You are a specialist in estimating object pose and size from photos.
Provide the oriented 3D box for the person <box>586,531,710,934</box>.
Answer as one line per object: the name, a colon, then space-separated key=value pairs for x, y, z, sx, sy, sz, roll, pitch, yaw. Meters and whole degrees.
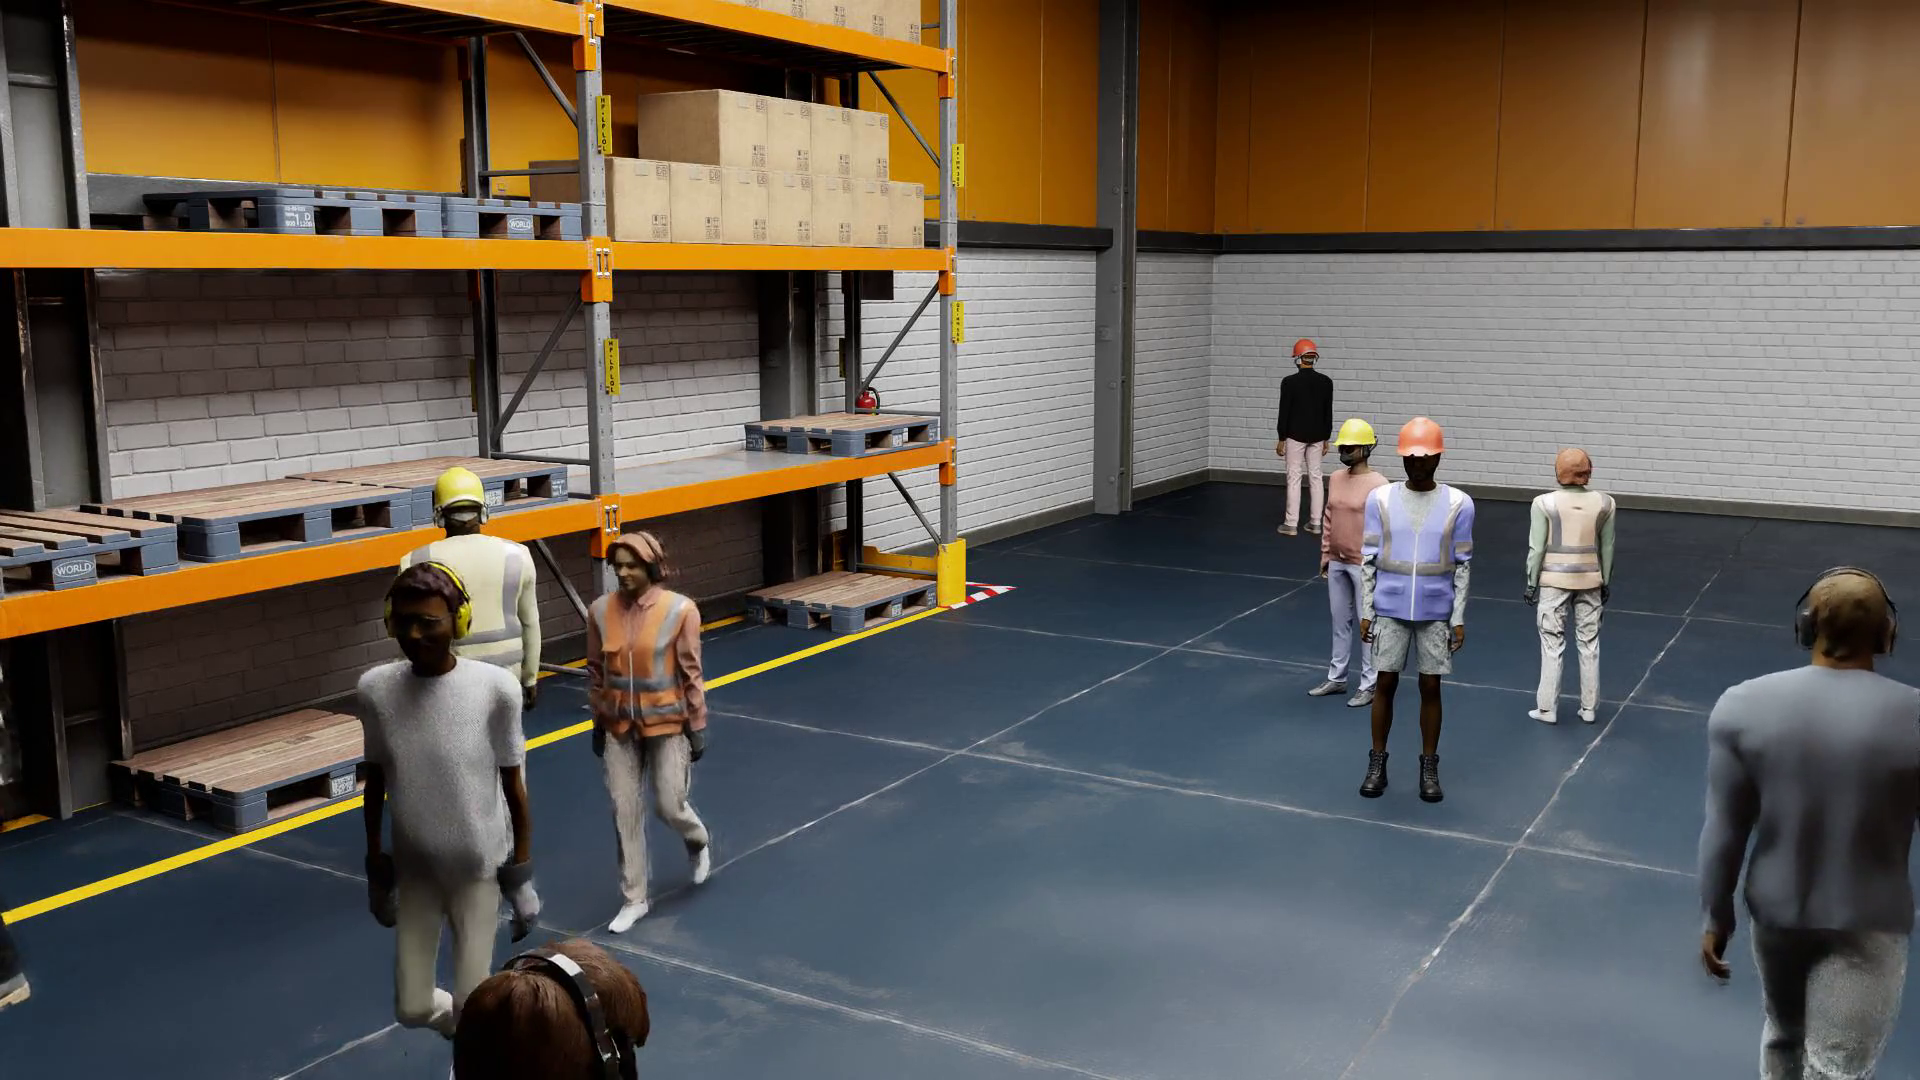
person: x=-1.265 y=0.752 z=6.818 sx=0.526 sy=1.620 sz=0.554 roll=3 pitch=9 yaw=15

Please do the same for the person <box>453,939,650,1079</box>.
person: x=-0.455 y=1.386 z=2.246 sx=0.654 sy=1.819 sz=0.756 roll=5 pitch=10 yaw=27

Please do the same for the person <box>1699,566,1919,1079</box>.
person: x=2.310 y=1.009 z=4.438 sx=0.640 sy=1.894 sz=1.034 roll=7 pitch=11 yaw=37

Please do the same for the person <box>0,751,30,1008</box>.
person: x=-3.567 y=0.805 z=5.524 sx=0.644 sy=1.932 sz=1.035 roll=3 pitch=10 yaw=20

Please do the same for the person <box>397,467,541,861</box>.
person: x=-2.105 y=0.594 z=7.176 sx=0.587 sy=1.828 sz=0.404 roll=-4 pitch=10 yaw=-26

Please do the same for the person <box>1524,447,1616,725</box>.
person: x=3.570 y=0.276 z=9.756 sx=0.516 sy=1.636 sz=0.314 roll=0 pitch=9 yaw=-1

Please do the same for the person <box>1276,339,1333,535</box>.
person: x=3.492 y=-1.044 z=16.913 sx=0.618 sy=1.986 sz=0.401 roll=-3 pitch=10 yaw=-21

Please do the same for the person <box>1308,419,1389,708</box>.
person: x=2.410 y=0.137 z=10.223 sx=0.310 sy=1.769 sz=0.523 roll=-6 pitch=11 yaw=-32

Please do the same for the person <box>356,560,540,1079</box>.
person: x=-1.473 y=0.953 z=4.890 sx=0.521 sy=1.855 sz=0.601 roll=0 pitch=9 yaw=3

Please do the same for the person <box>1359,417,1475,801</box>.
person: x=2.282 y=0.349 z=8.363 sx=0.543 sy=1.938 sz=0.356 roll=3 pitch=9 yaw=16
